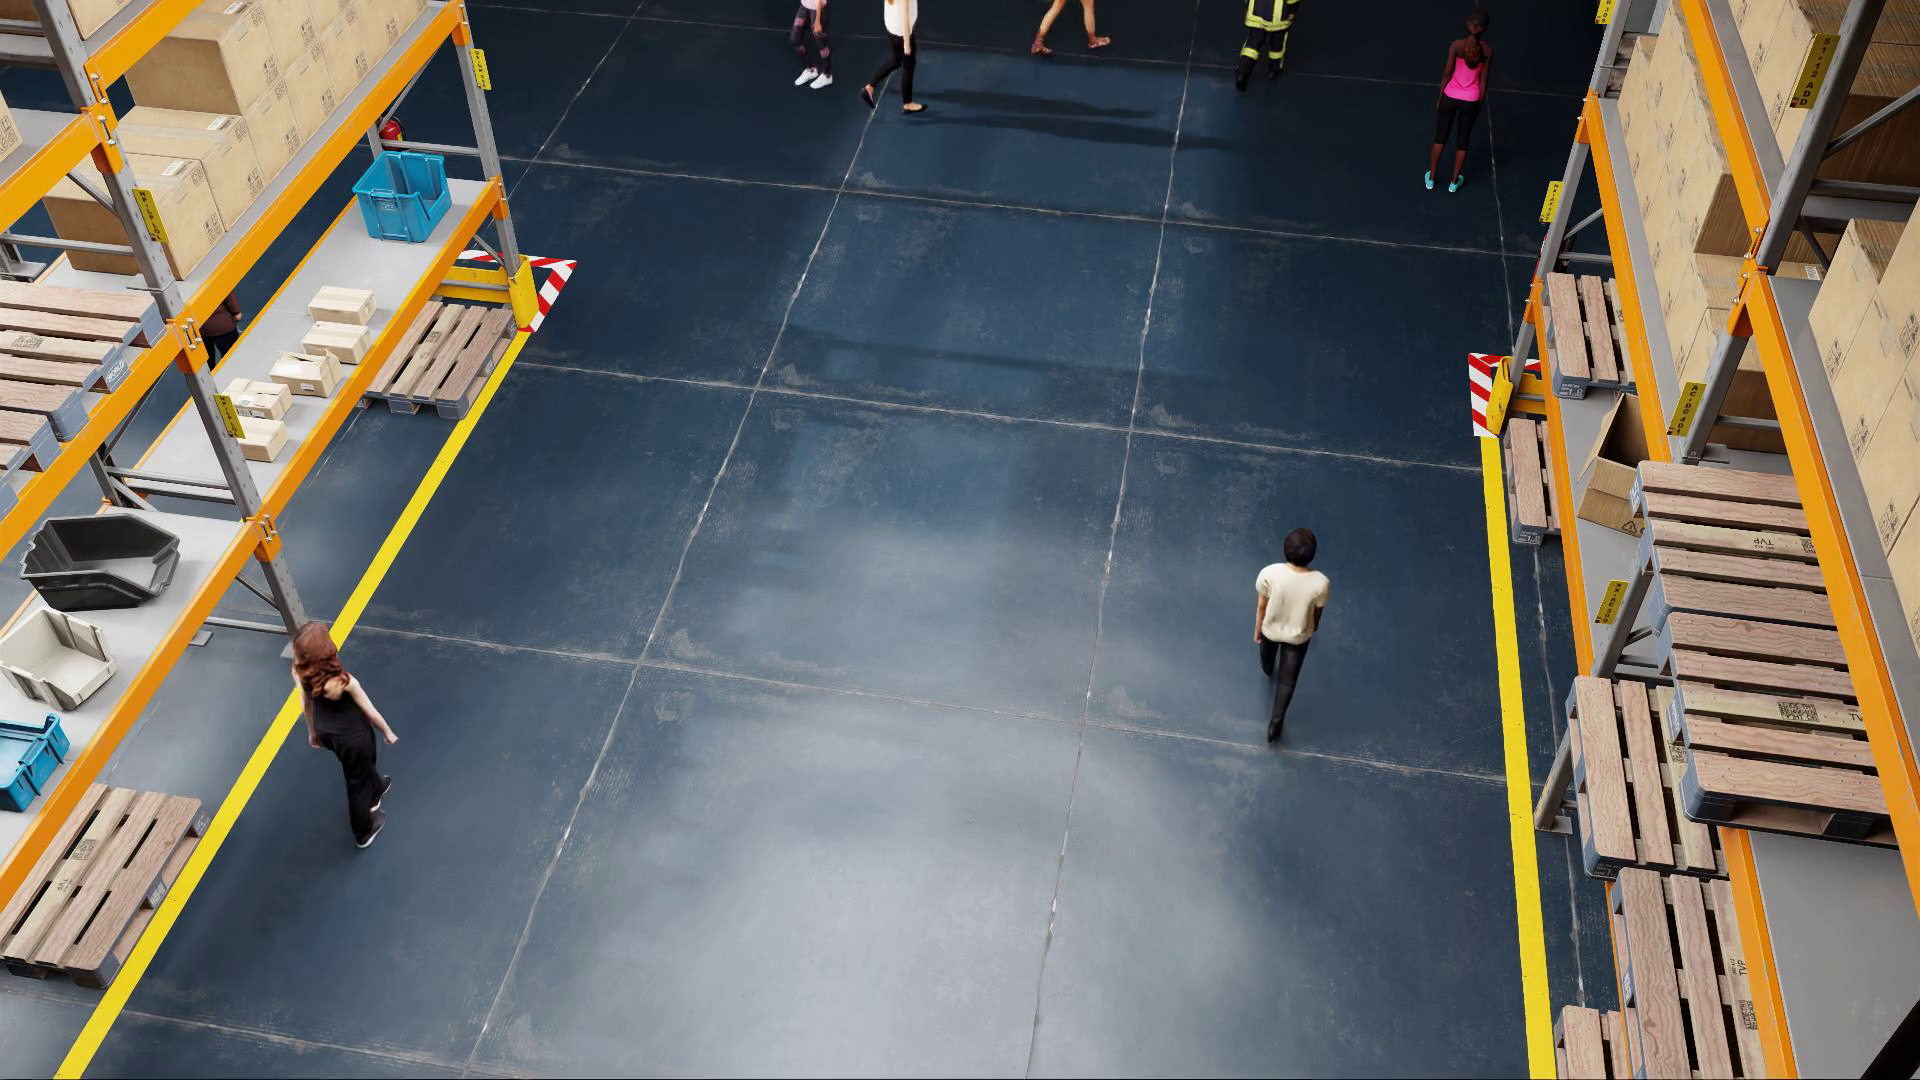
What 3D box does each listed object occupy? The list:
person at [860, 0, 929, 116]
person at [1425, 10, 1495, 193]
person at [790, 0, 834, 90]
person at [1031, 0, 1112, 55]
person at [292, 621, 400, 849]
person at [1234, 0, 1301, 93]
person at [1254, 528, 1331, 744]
[{"bbox_3d":[-0.650,-4.822,15.849,0.915,1.711,0.930,-16,46,-16],"label":"person"},{"bbox_3d":[4.484,-3.933,14.907,0.597,1.724,0.591,14,45,14],"label":"person"},{"bbox_3d":[-1.372,-5.237,16.342,0.756,1.633,0.702,-29,51,-27],"label":"person"},{"bbox_3d":[1.044,-5.651,16.731,1.089,1.694,1.109,-19,47,-19],"label":"person"},{"bbox_3d":[-3.584,1.177,9.538,0.670,1.731,0.756,12,45,12],"label":"person"},{"bbox_3d":[2.995,-5.244,16.208,0.976,1.827,1.186,22,48,21],"label":"person"},{"bbox_3d":[2.003,0.619,10.253,0.684,1.553,1.017,13,45,13],"label":"person"}]
